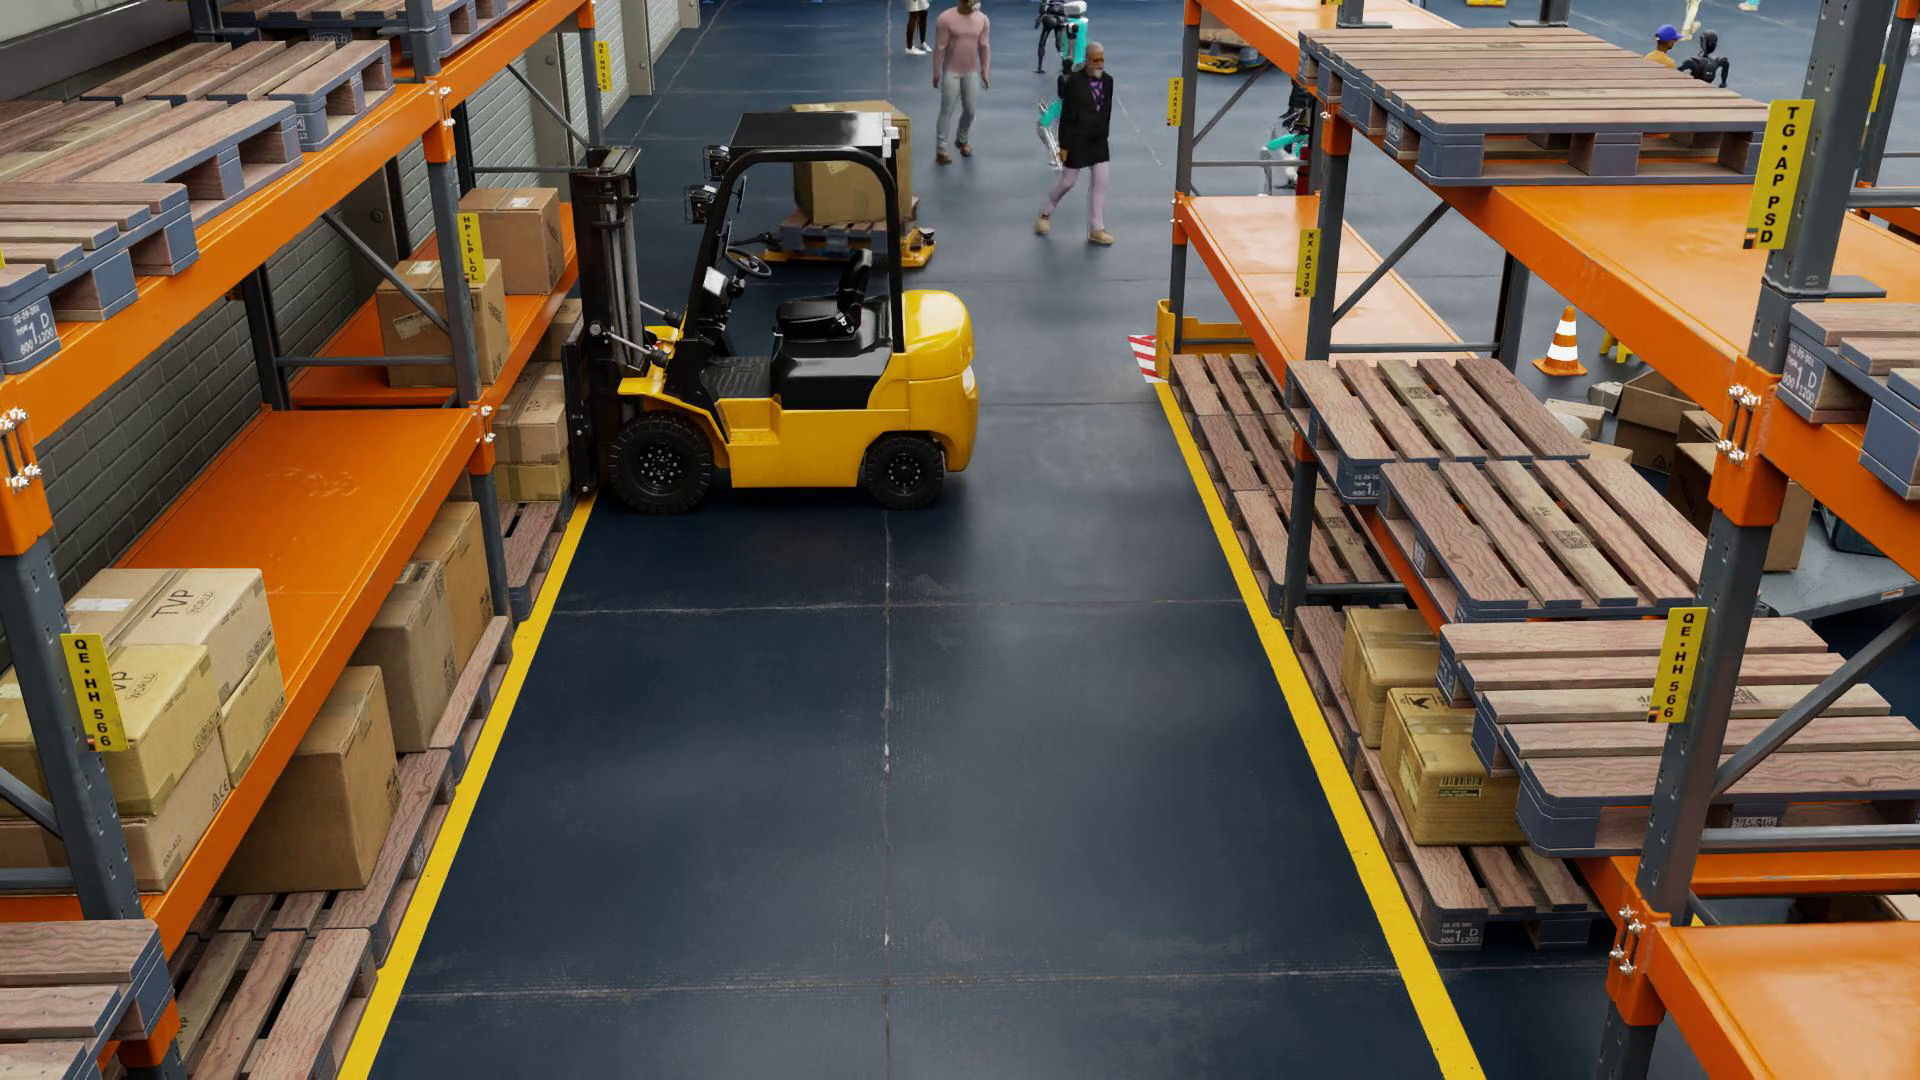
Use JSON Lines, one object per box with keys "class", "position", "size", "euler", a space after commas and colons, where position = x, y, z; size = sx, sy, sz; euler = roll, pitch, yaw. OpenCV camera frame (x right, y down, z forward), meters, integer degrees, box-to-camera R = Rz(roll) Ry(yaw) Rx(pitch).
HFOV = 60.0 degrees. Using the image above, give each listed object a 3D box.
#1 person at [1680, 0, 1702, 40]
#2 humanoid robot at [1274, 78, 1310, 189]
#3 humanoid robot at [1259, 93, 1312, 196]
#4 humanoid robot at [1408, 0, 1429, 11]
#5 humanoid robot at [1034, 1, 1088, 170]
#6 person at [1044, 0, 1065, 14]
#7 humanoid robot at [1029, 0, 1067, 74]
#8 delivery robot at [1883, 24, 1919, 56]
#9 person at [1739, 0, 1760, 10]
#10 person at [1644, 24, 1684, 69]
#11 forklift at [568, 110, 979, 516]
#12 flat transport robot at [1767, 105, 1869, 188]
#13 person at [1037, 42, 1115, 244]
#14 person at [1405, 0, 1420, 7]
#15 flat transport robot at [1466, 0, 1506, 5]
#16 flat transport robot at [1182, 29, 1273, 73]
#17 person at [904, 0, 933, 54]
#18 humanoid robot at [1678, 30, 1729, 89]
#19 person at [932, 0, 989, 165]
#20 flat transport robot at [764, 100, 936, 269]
{"class": "person", "position": [11.707, -8.872, 26.257], "size": [0.540, 1.835, 1.018], "euler": [23, 34, 40]}
{"class": "humanoid robot", "position": [3.497, -4.451, 17.084], "size": [0.366, 1.650, 0.595], "euler": [10, 27, 20]}
{"class": "humanoid robot", "position": [3.277, -4.115, 16.317], "size": [1.000, 1.755, 0.570], "euler": [12, 28, 23]}
{"class": "humanoid robot", "position": [8.028, -10.070, 28.994], "size": [0.605, 1.634, 0.432], "euler": [17, 30, 32]}
{"class": "humanoid robot", "position": [1.021, -4.871, 17.905], "size": [0.671, 1.802, 0.534], "euler": [7, 26, 15]}
{"class": "person", "position": [1.625, -10.000, 28.740], "size": [0.560, 1.752, 0.325], "euler": [-14, 29, -27]}
{"class": "humanoid robot", "position": [1.300, -7.380, 23.309], "size": [0.610, 1.640, 0.601], "euler": [19, 31, 34]}
{"class": "delivery robot", "position": [13.978, -7.487, 24.828], "size": [0.802, 0.598, 0.499], "euler": [-14, 29, -28]}
{"class": "person", "position": [14.036, -10.297, 29.223], "size": [0.392, 1.901, 0.584], "euler": [14, 29, 27]}
{"class": "person", "position": [6.951, -4.276, 16.662], "size": [0.351, 1.718, 0.437], "euler": [-10, 27, -20]}
{"class": "forklift", "position": [-1.043, -1.379, 9.976], "size": [2.313, 2.155, 1.214], "euler": [-1, 25, -2]}
{"class": "flat transport robot", "position": [8.852, -3.956, 17.680], "size": [0.659, 0.231, 1.431], "euler": [0, 25, 0]}
{"class": "person", "position": [1.089, -3.661, 15.248], "size": [0.576, 1.820, 0.792], "euler": [-15, 29, -29]}
{"class": "person", "position": [6.808, -8.368, 25.177], "size": [0.564, 1.846, 0.390], "euler": [-4, 26, -7]}
{"class": "flat transport robot", "position": [9.569, -9.980, 30.438], "size": [0.659, 0.231, 1.431], "euler": [4, 26, 9]}
{"class": "flat transport robot", "position": [3.983, -6.930, 23.978], "size": [0.659, 0.231, 1.431], "euler": [23, 34, 40]}
{"class": "person", "position": [-0.653, -8.244, 24.905], "size": [0.428, 1.857, 0.639], "euler": [17, 30, 31]}
{"class": "humanoid robot", "position": [7.457, -4.353, 16.888], "size": [0.591, 1.636, 0.449], "euler": [-2, 25, -5]}
{"class": "person", "position": [-0.001, -5.127, 18.269], "size": [0.679, 1.898, 0.554], "euler": [-10, 27, -20]}
{"class": "flat transport robot", "position": [-0.975, -2.643, 14.902], "size": [1.431, 0.231, 0.659], "euler": [4, 26, 9]}
